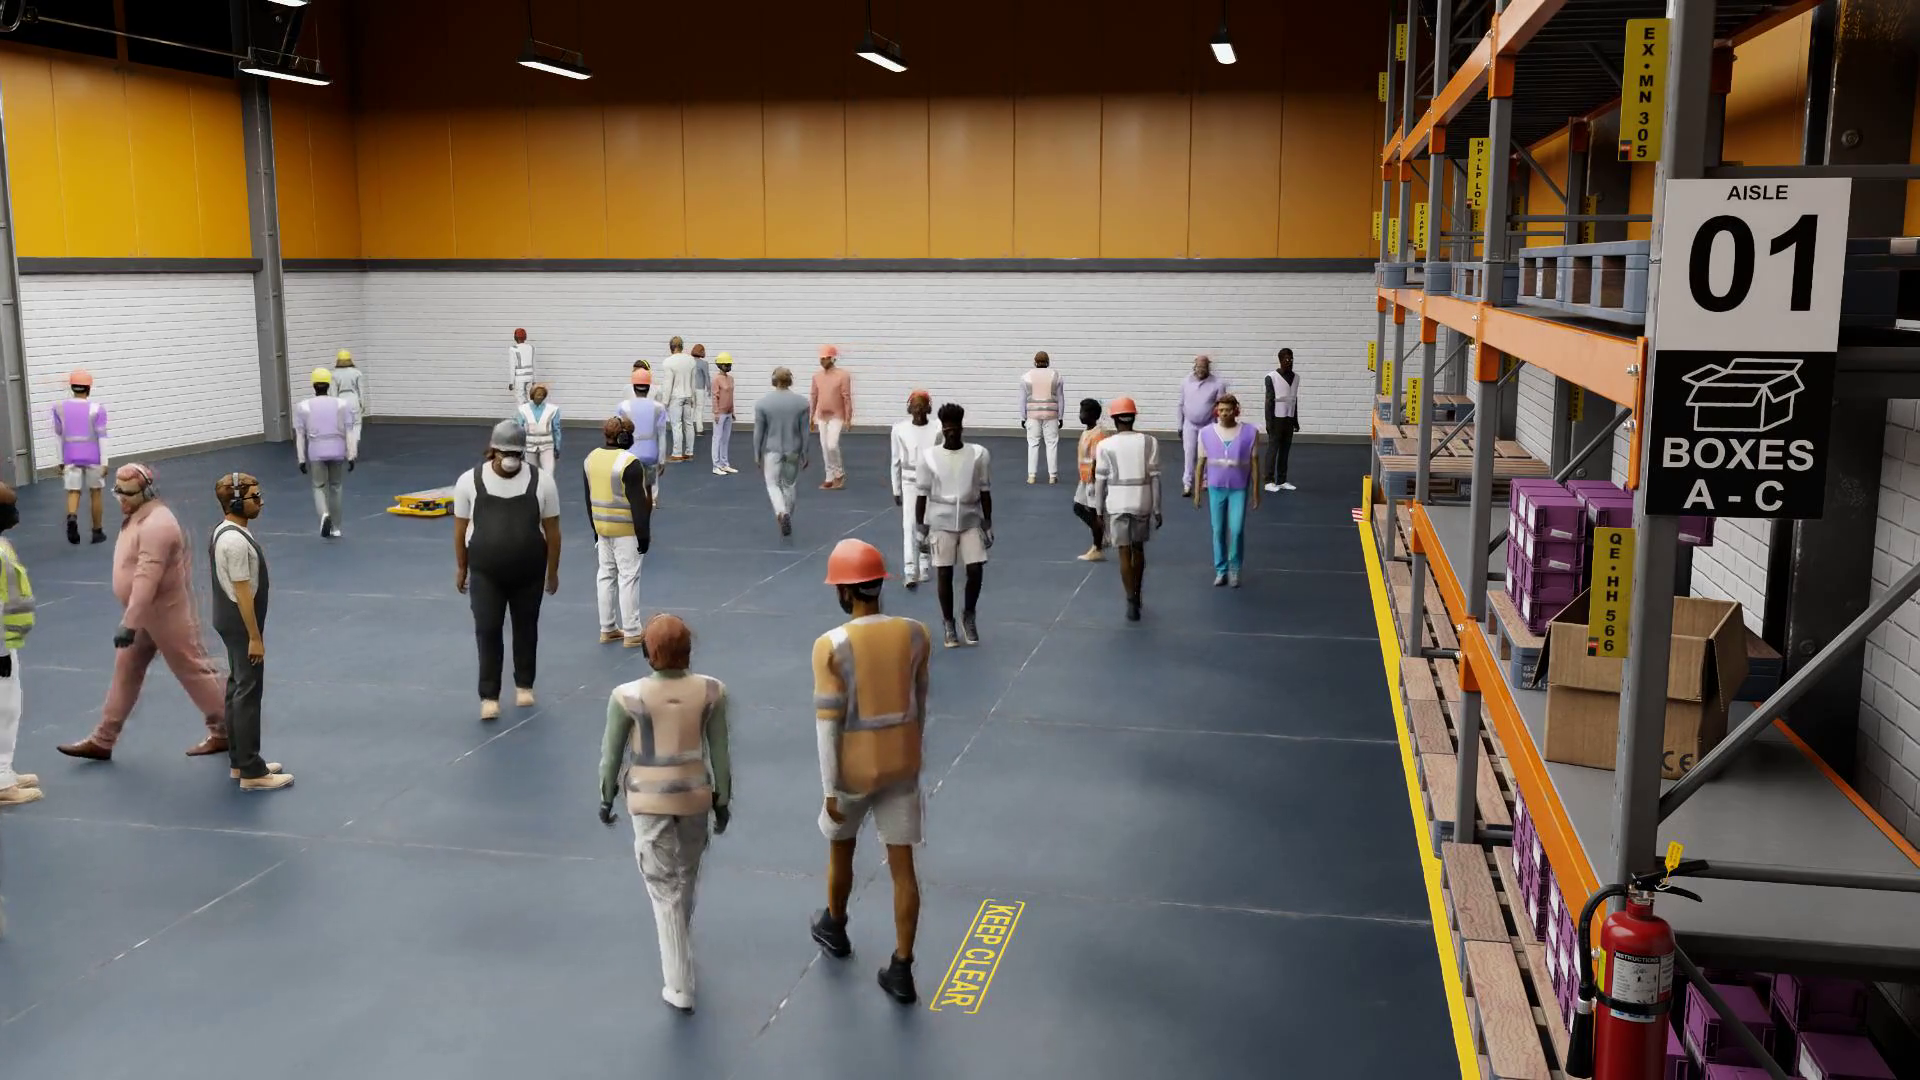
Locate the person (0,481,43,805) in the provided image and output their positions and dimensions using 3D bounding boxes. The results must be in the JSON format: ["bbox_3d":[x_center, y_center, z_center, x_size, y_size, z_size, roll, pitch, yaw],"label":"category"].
[{"bbox_3d":[-5.446,0.577,9.392,0.432,1.829,0.623,-5,11,-27],"label":"person"}]

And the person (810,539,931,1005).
[{"bbox_3d":[-0.407,0.926,7.053,0.559,1.889,0.947,-4,10,-24],"label":"person"}]

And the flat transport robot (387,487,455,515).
[{"bbox_3d":[-6.325,-0.500,20.544,0.652,0.197,1.431,4,10,24],"label":"flat transport robot"}]

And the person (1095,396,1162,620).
[{"bbox_3d":[1.437,-0.297,14.441,0.567,1.891,0.907,-1,9,-6],"label":"person"}]

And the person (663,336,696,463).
[{"bbox_3d":[-4.313,-2.151,25.495,0.373,1.935,0.628,7,12,36],"label":"person"}]

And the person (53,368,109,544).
[{"bbox_3d":[-9.446,-0.879,17.881,0.560,1.923,0.693,-2,10,-11],"label":"person"}]

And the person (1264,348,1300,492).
[{"bbox_3d":[4.311,-1.615,22.316,0.597,1.916,0.367,-7,12,-35],"label":"person"}]

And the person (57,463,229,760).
[{"bbox_3d":[-4.944,0.451,10.098,0.998,1.843,0.648,-8,12,-39],"label":"person"}]

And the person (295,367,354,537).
[{"bbox_3d":[-6.987,-0.947,18.333,0.592,1.911,0.609,-5,11,-26],"label":"person"}]

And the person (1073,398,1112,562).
[{"bbox_3d":[1.344,-0.607,16.957,0.361,1.684,0.534,-2,10,-11],"label":"person"}]

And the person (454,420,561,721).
[{"bbox_3d":[-3.018,0.177,11.150,0.700,2.000,0.882,-3,10,-17],"label":"person"}]

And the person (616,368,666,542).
[{"bbox_3d":[-3.483,-0.929,18.235,0.551,1.909,0.910,-4,10,-21],"label":"person"}]

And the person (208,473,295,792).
[{"bbox_3d":[-4.127,0.528,9.624,0.345,1.846,0.508,-6,11,-32],"label":"person"}]

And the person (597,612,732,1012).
[{"bbox_3d":[-1.252,1.091,6.976,0.518,1.600,0.836,-5,11,-29],"label":"person"}]

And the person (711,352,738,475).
[{"bbox_3d":[-3.409,-1.829,24.058,0.321,1.769,0.523,4,10,24],"label":"person"}]

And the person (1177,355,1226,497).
[{"bbox_3d":[3.182,-1.515,21.949,0.651,1.849,1.018,3,10,16],"label":"person"}]

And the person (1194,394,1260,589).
[{"bbox_3d":[2.488,-0.448,15.557,0.610,1.821,0.617,3,10,16],"label":"person"}]

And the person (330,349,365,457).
[{"bbox_3d":[-9.497,-2.098,25.794,0.498,1.726,0.555,-3,10,-16],"label":"person"}]

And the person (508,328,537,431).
[{"bbox_3d":[-7.899,-2.885,30.065,0.337,1.882,0.585,8,12,39],"label":"person"}]

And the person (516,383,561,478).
[{"bbox_3d":[-5.036,-1.051,19.848,0.527,1.605,0.781,-2,10,-11],"label":"person"}]

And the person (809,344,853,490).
[{"bbox_3d":[-1.761,-1.642,22.295,0.646,1.972,0.457,6,11,31],"label":"person"}]

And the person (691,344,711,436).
[{"bbox_3d":[-4.641,-2.655,29.460,0.518,1.625,0.298,5,11,28],"label":"person"}]

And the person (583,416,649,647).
[{"bbox_3d":[-2.693,-0.071,13.239,0.637,1.842,0.429,7,12,38],"label":"person"}]

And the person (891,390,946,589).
[{"bbox_3d":[-0.351,-0.466,15.608,0.591,1.833,0.939,-1,9,-3],"label":"person"}]

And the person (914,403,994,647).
[{"bbox_3d":[-0.040,-0.108,13.129,0.650,1.950,0.476,-1,9,-7],"label":"person"}]

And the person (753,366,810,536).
[{"bbox_3d":[-1.958,-0.968,18.438,0.635,1.920,0.765,-3,10,-16],"label":"person"}]

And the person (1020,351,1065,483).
[{"bbox_3d":[1.138,-1.696,23.044,0.624,1.840,0.429,1,9,4],"label":"person"}]

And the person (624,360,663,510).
[{"bbox_3d":[-3.905,-1.292,20.537,0.521,1.864,0.334,0,9,0],"label":"person"}]
